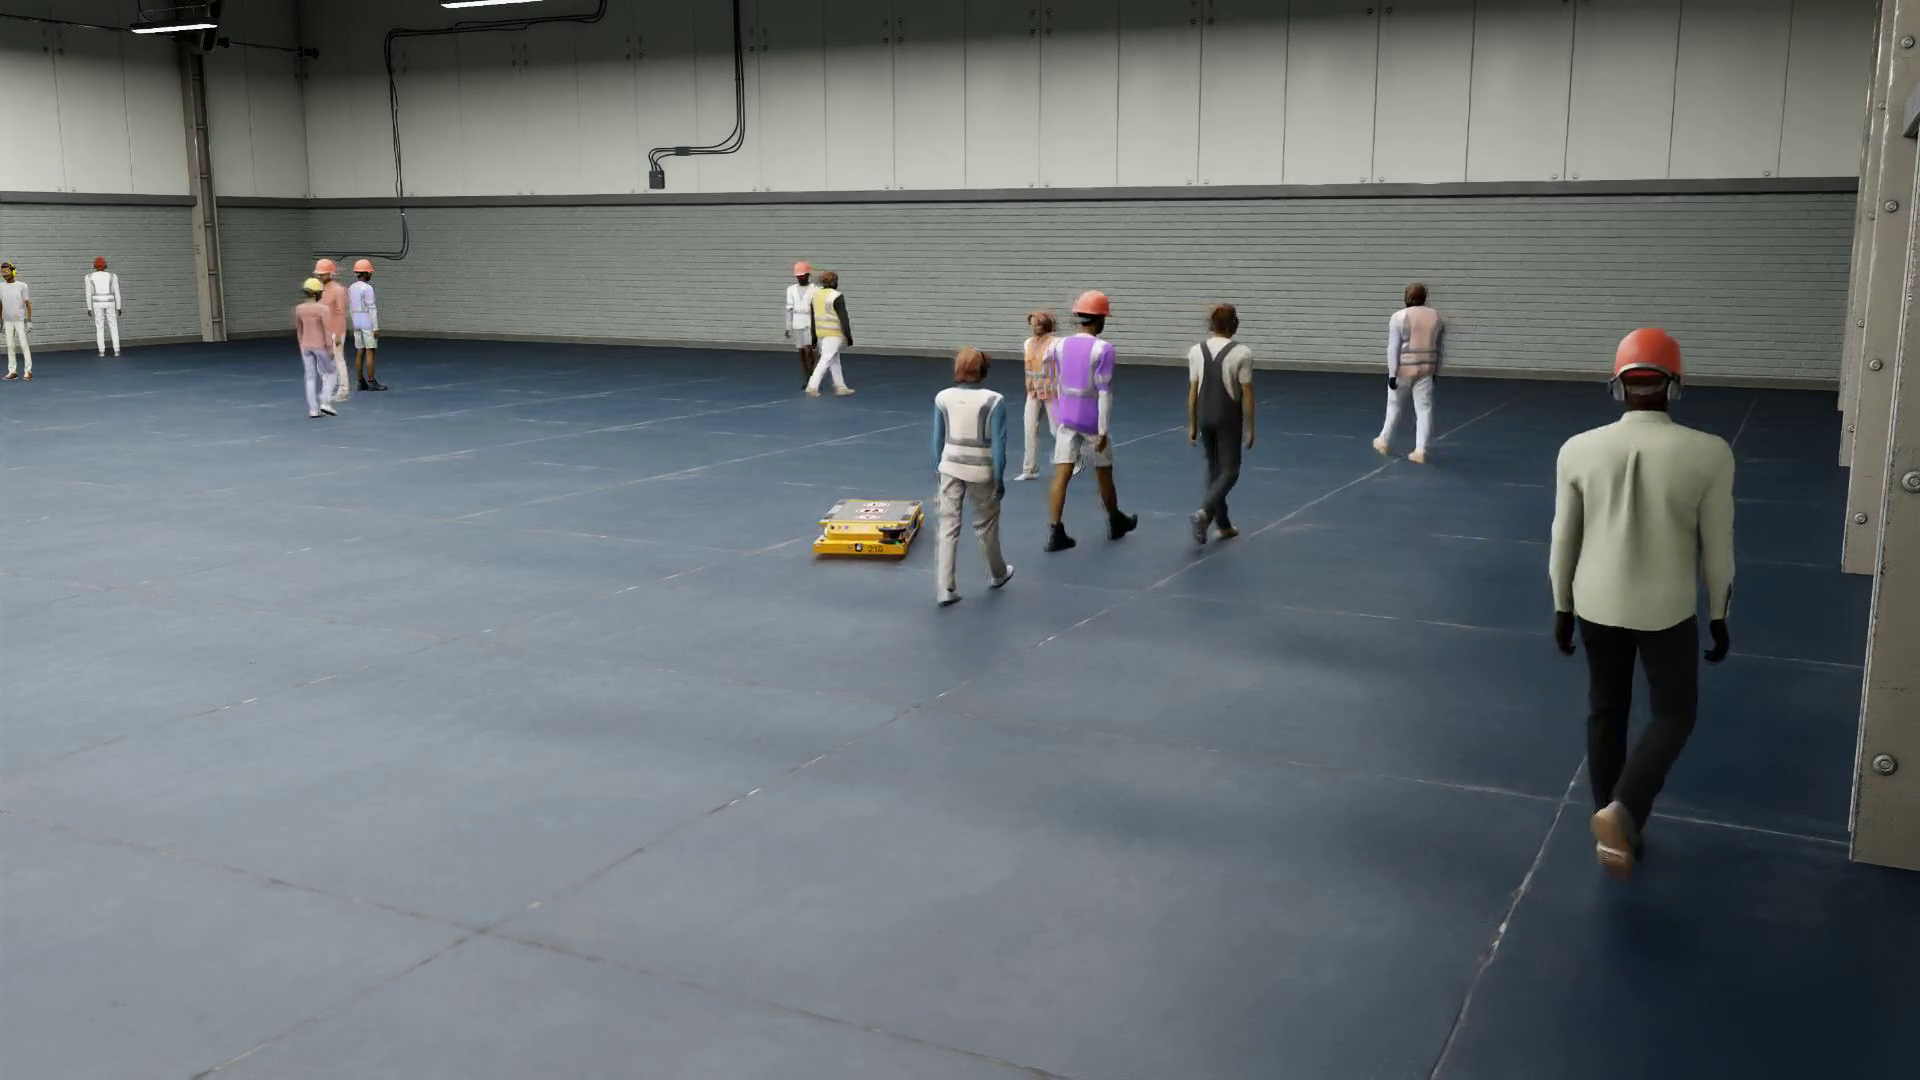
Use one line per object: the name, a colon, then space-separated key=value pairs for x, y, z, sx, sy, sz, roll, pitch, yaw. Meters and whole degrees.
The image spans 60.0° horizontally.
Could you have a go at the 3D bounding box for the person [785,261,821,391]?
person: x=-2.319 y=-3.130 z=24.463 sx=0.536 sy=1.902 sz=0.717 roll=4 pitch=11 yaw=19

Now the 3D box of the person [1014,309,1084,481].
person: x=0.853 y=-1.366 z=15.686 sx=0.733 sy=1.616 sz=0.532 roll=-10 pitch=14 yaw=-42

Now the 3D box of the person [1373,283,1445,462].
person: x=4.621 y=-1.732 z=17.144 sx=0.646 sy=1.795 sz=0.941 roll=-2 pitch=11 yaw=-11

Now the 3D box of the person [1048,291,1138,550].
person: x=0.955 y=-0.893 z=12.320 sx=0.571 sy=1.882 sz=0.985 roll=8 pitch=13 yaw=37

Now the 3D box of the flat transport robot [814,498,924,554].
flat transport robot: x=-0.664 y=-0.116 z=12.505 sx=0.652 sy=0.197 sz=1.431 roll=1 pitch=10 yaw=4

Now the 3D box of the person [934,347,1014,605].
person: x=0.082 y=-0.422 z=10.542 sx=0.538 sy=1.586 sz=0.848 roll=5 pitch=11 yaw=24

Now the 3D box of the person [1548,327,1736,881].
person: x=2.395 y=0.236 z=5.922 sx=0.628 sy=1.977 sz=0.716 roll=8 pitch=13 yaw=37

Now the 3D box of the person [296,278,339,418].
person: x=-8.106 y=-2.425 z=21.027 sx=0.546 sy=1.751 sz=0.449 roll=3 pitch=11 yaw=17

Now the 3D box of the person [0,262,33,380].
person: x=-15.065 y=-3.482 z=26.500 sx=0.535 sy=1.868 sz=0.309 roll=-1 pitch=10 yaw=-3

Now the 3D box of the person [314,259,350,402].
person: x=-8.707 y=-2.875 z=22.908 sx=0.632 sy=1.968 sz=0.559 roll=8 pitch=13 yaw=38

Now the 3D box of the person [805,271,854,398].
person: x=-1.884 y=-2.921 z=23.654 sx=0.944 sy=1.804 sz=0.627 roll=-9 pitch=14 yaw=-41

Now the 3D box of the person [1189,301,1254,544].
person: x=1.910 y=-0.856 z=12.329 sx=0.513 sy=1.822 sz=0.771 roll=7 pitch=13 yaw=34

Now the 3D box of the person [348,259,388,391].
person: x=-8.780 y=-3.168 z=24.602 sx=0.545 sy=1.938 sz=0.357 roll=7 pitch=13 yaw=35

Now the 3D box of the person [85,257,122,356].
person: x=-16.286 y=-4.434 z=31.647 sx=0.585 sy=1.882 sz=0.337 roll=-5 pitch=12 yaw=-28
